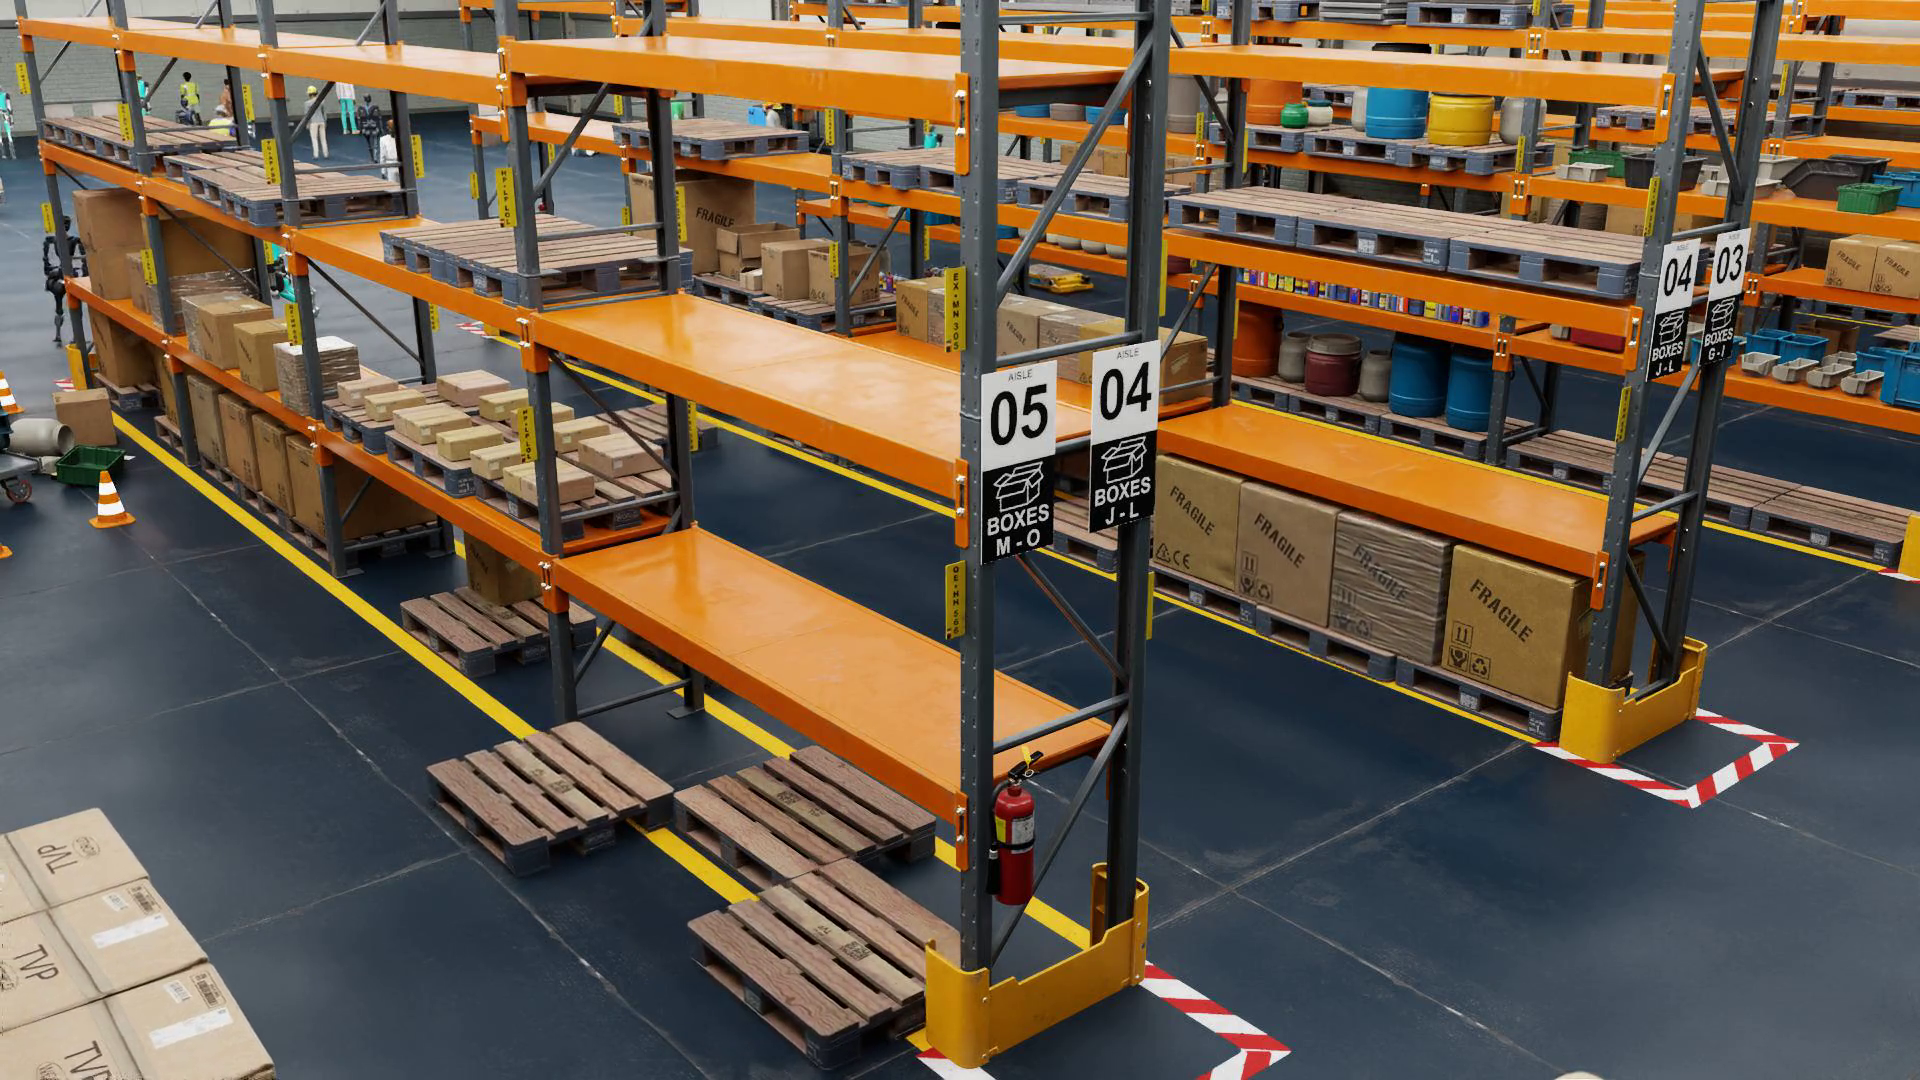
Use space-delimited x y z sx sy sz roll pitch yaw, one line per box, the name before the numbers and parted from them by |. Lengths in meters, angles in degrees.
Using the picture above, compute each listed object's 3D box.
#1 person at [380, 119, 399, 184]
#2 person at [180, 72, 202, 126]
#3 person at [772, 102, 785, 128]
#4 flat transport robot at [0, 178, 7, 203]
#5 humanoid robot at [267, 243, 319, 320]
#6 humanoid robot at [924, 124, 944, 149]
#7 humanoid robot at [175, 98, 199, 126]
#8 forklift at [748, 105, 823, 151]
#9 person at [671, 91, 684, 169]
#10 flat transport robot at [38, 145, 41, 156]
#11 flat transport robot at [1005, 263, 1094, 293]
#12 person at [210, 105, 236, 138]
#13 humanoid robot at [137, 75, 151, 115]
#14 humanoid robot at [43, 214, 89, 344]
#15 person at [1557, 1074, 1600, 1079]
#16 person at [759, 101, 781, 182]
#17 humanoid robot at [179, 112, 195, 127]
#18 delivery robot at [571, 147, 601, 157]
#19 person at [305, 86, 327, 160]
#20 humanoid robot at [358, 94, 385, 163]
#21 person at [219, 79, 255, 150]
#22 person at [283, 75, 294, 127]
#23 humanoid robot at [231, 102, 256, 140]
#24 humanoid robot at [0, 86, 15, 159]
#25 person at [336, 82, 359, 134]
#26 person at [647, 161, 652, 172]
person | -10.571 -6.937 31.251 0.587 1.876 0.343 -1 19 -3
person | -21.623 -12.288 46.767 0.320 1.691 0.534 16 25 38
person | -4.090 -8.933 37.148 0.526 1.734 0.565 14 23 34
flat transport robot | -19.140 -6.313 31.903 0.659 0.231 1.431 -1 19 -3
humanoid robot | -8.367 -3.260 20.863 0.721 1.711 0.530 -2 19 -6
humanoid robot | -0.694 -7.012 31.701 0.750 1.802 0.536 -18 26 -42
humanoid robot | -17.978 -9.430 38.663 0.536 1.643 0.614 15 24 35
forklift | -4.526 -11.368 42.374 1.129 2.768 1.873 -15 24 -37
person | -6.742 -9.740 39.164 0.515 1.926 1.009 -5 20 -13
flat transport robot | -22.962 -9.905 42.125 0.659 0.231 1.431 -10 21 -25
flat transport robot | 1.325 -3.975 25.249 0.659 0.231 1.431 -13 23 -33
person | -15.278 -8.117 34.676 0.564 1.833 1.015 2 19 7
humanoid robot | -22.032 -11.551 44.610 0.537 1.766 0.901 0 19 -1
humanoid robot | -11.461 -3.324 21.270 0.601 1.639 0.410 -1 19 -2
person | 1.721 2.358 4.920 0.395 1.799 0.585 -9 21 -25
person | -3.998 -8.809 36.659 0.826 1.844 0.593 5 20 15
humanoid robot | -16.169 -8.165 35.063 0.480 1.645 0.608 11 22 30
delivery robot | -9.404 -9.893 41.641 0.754 0.582 0.520 3 20 7
person | -15.738 -10.188 40.689 0.319 1.760 0.555 14 24 35
humanoid robot | -14.245 -9.943 40.188 0.604 1.630 0.786 -3 20 -9
person | -18.386 -10.784 42.264 0.841 1.821 0.785 7 21 19
person | -19.659 -12.825 48.080 0.532 1.826 0.964 8 21 21
humanoid robot | -16.882 -9.569 39.020 1.053 1.746 0.538 15 24 37
humanoid robot | -23.566 -10.241 40.930 0.530 1.817 0.796 -11 22 -28
person | -17.229 -12.382 46.693 0.499 1.915 0.359 2 19 5
person | -5.045 -5.945 28.310 0.612 1.955 0.361 16 25 38
